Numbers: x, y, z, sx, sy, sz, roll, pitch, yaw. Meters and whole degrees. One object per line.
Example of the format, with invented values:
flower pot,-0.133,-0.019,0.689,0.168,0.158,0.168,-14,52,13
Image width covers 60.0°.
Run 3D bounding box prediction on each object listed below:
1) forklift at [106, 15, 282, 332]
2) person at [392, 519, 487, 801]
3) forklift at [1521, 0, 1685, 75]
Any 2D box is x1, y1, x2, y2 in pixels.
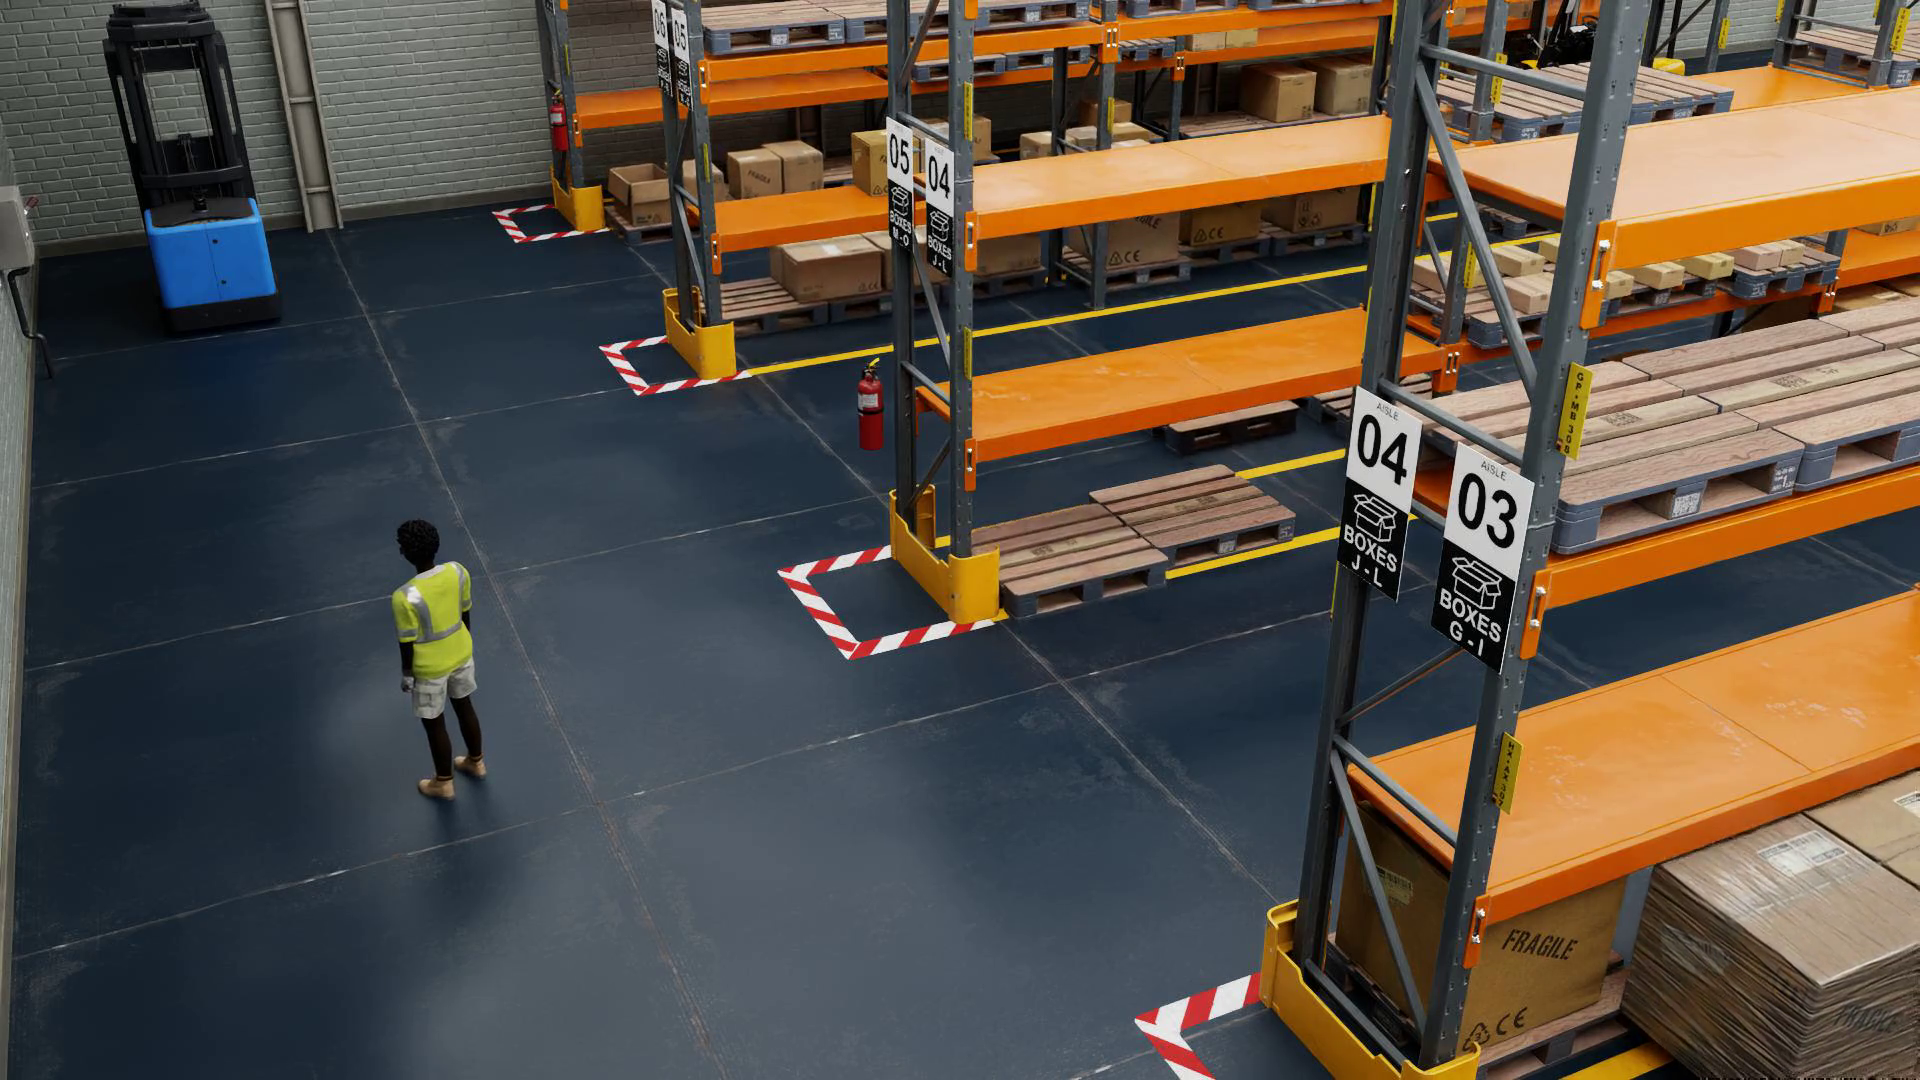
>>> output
forklift,-7.548,-3.672,16.323,1.129,2.768,1.873,-12,30,-22
person,-2.907,0.663,9.293,0.323,1.686,0.539,14,30,24
forklift,8.950,-6.807,23.056,1.214,2.155,2.313,-12,30,-22
